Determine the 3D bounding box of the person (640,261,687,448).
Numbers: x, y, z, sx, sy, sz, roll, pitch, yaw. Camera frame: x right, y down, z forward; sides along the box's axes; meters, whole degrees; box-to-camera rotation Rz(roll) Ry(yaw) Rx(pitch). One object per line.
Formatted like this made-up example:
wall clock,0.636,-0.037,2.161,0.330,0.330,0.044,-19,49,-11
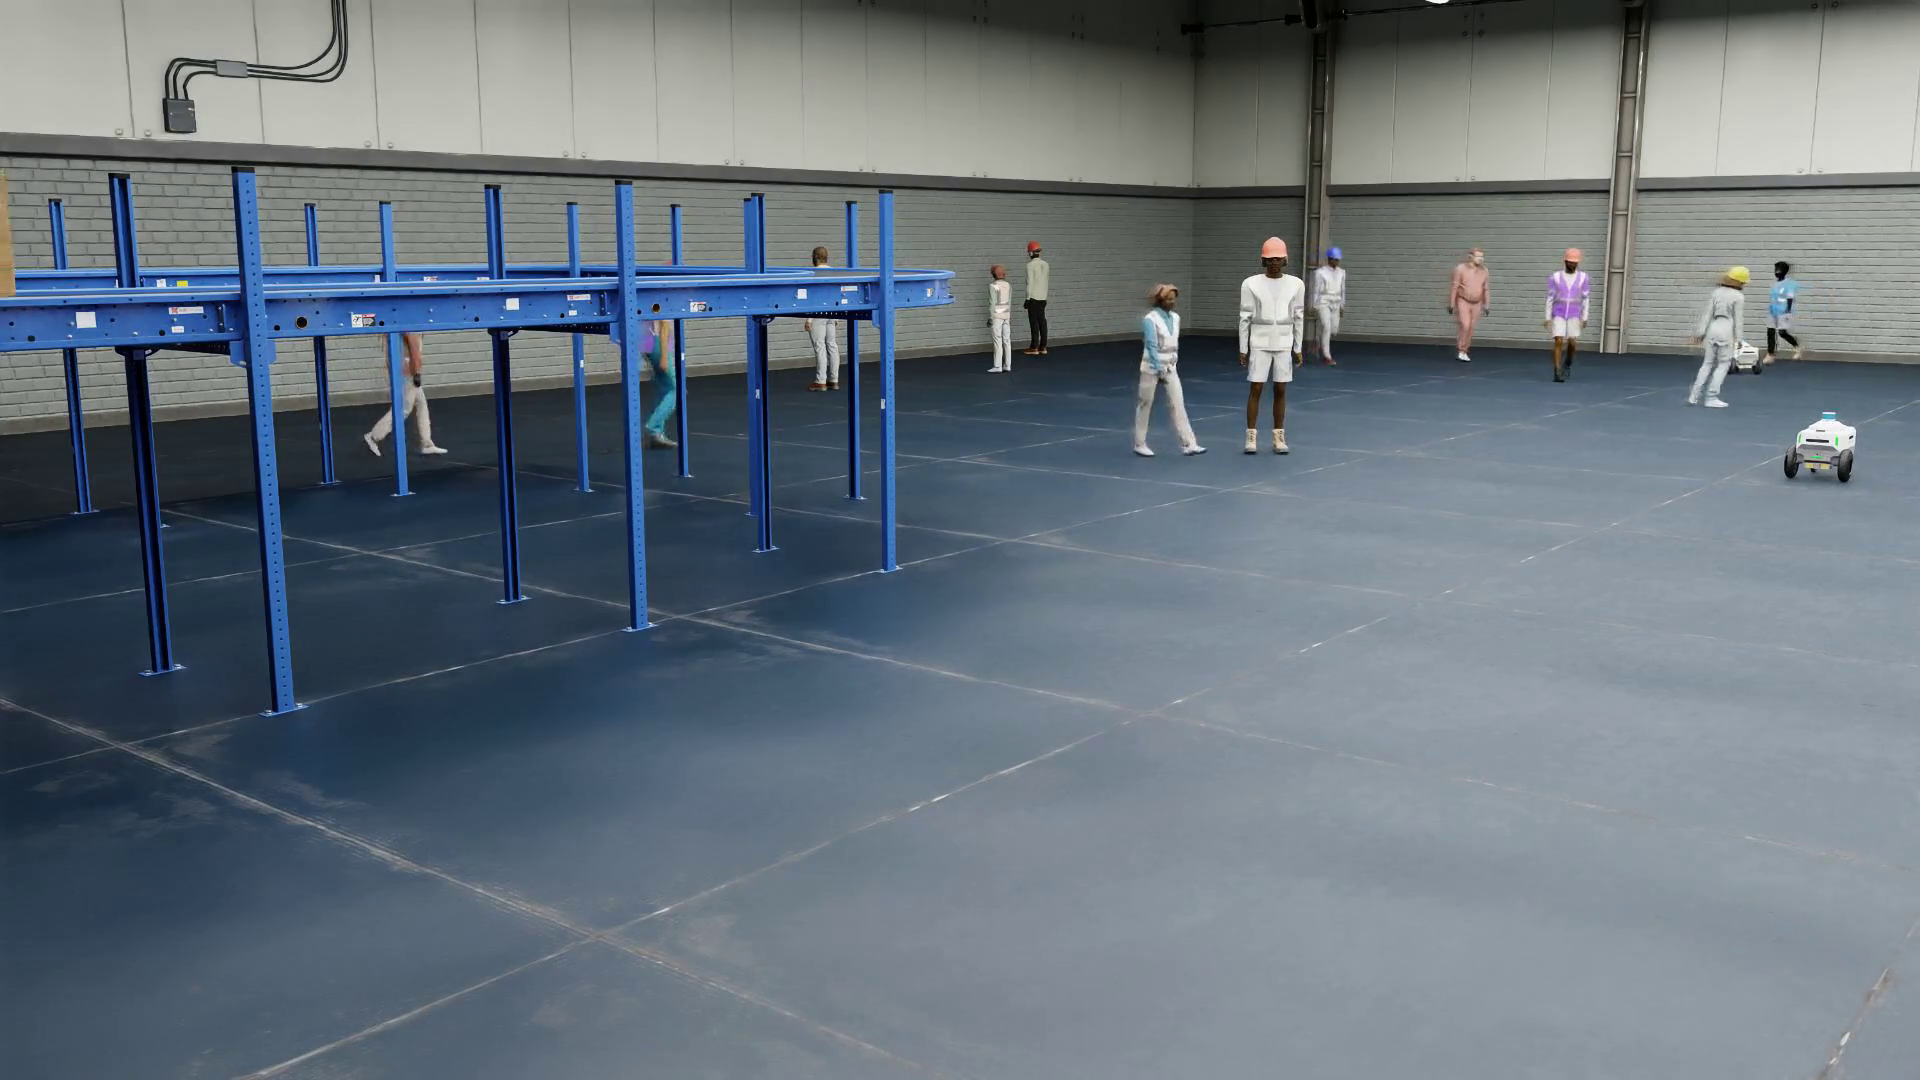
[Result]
person,-2.857,-1.782,16.087,0.460,1.817,0.638,-3,11,-14

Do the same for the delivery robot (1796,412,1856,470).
delivery robot,7.462,-0.857,14.320,0.477,0.478,0.707,8,13,38

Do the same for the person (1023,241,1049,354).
person,1.340,-4.310,29.611,0.391,1.989,0.623,8,13,38

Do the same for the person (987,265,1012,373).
person,0.600,-3.375,25.420,0.310,1.636,0.523,8,13,38

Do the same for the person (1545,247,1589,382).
person,8.699,-3.230,23.846,0.589,1.913,0.520,2,11,13

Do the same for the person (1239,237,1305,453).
person,2.957,-1.838,15.776,0.615,2.040,0.391,0,10,0

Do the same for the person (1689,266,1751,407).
person,9.283,-2.477,20.260,0.438,1.700,0.566,-4,11,-20

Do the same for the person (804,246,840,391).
person,-1.858,-2.990,22.446,0.352,1.937,0.635,8,13,38

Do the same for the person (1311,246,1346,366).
person,5.974,-3.831,27.165,0.617,1.923,0.675,-5,11,-26

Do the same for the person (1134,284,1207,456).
person,1.919,-1.551,15.404,0.525,1.598,0.827,-8,13,-39

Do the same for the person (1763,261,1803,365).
person,13.444,-3.708,27.147,0.592,1.684,0.538,-3,11,-14

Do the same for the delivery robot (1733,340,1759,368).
delivery robot,11.931,-2.871,25.482,0.477,0.478,0.707,0,10,2

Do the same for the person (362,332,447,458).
person,-5.199,-1.562,15.454,0.752,1.611,0.517,-7,12,-33

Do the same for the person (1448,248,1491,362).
person,8.493,-3.884,27.572,0.667,1.872,0.716,-3,11,-14
